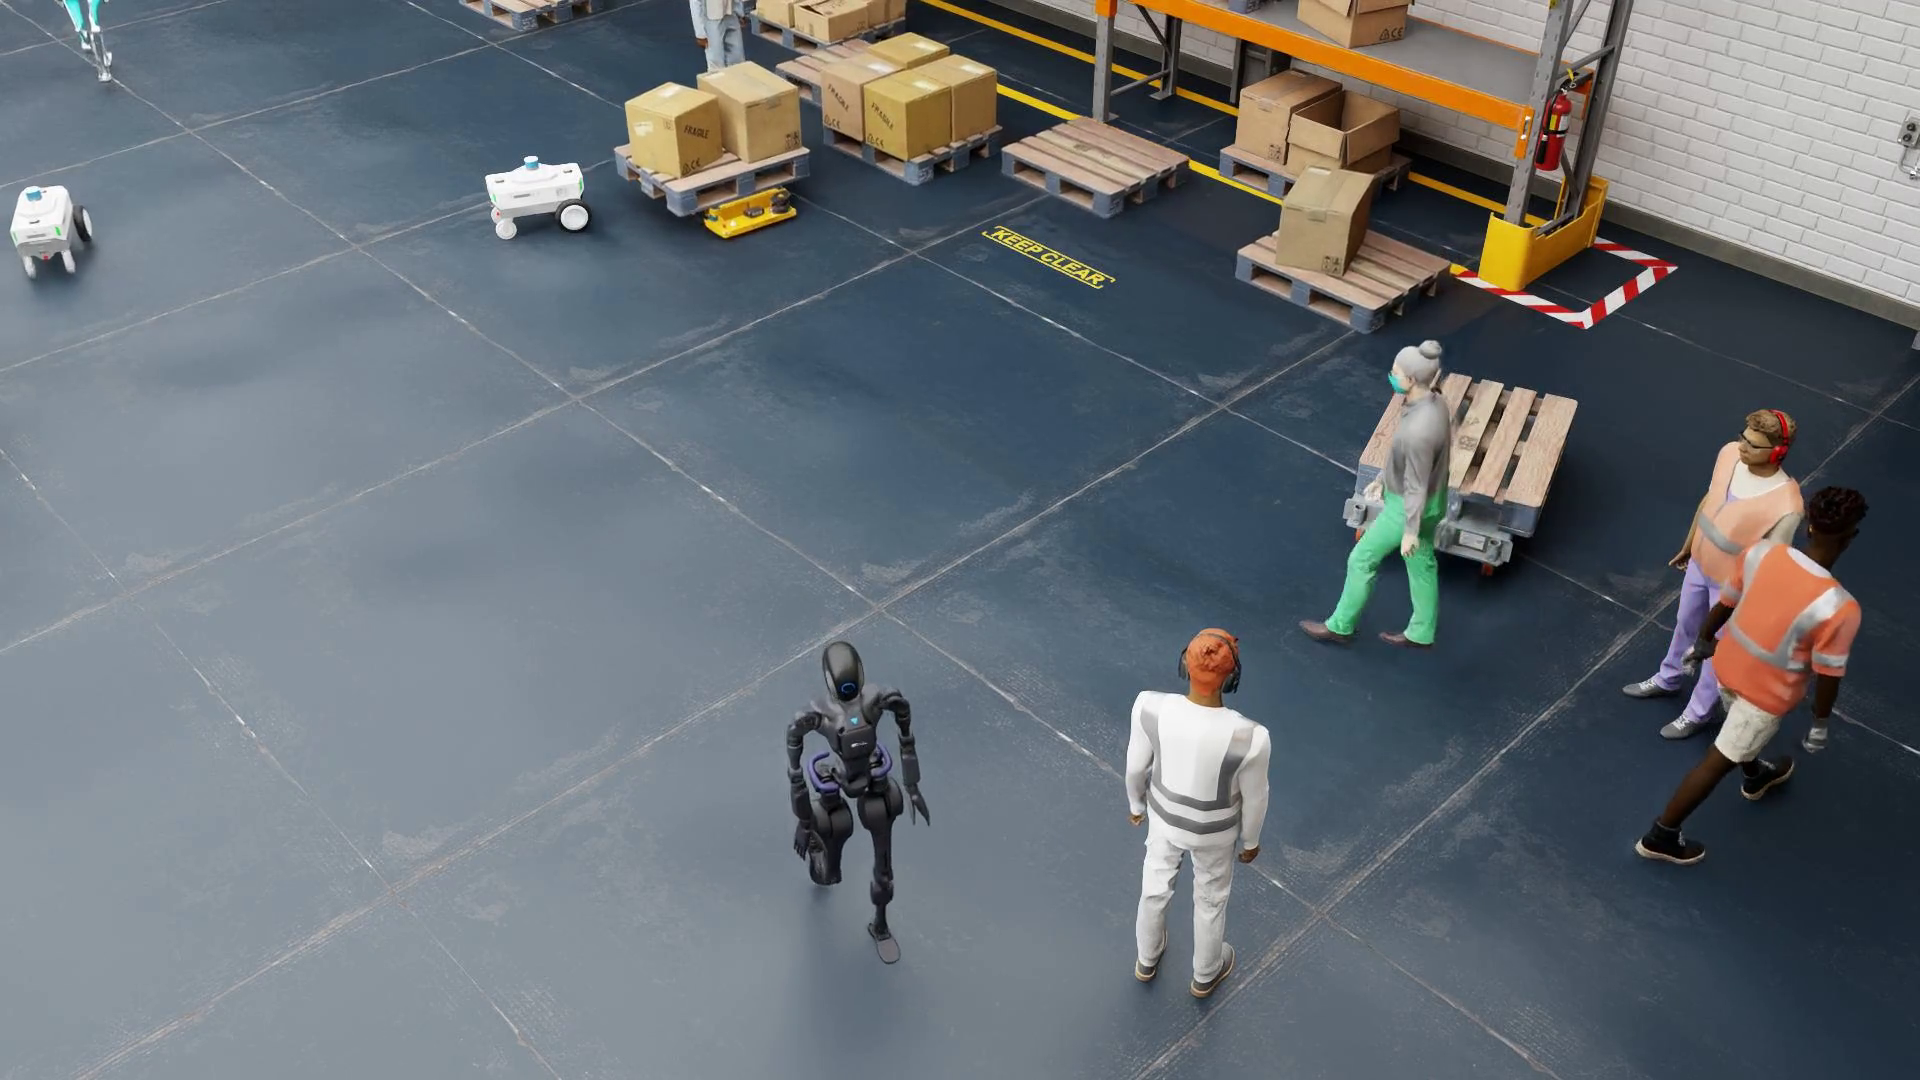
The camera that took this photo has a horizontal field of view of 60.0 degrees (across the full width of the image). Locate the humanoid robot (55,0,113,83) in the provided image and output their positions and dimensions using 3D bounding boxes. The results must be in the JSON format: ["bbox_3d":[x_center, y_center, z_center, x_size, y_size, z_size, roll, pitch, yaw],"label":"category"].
[{"bbox_3d":[-7.859,-4.858,14.784,0.540,1.761,1.028,-11,38,-14],"label":"humanoid robot"}]

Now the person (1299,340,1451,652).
[{"bbox_3d":[2.208,-0.218,8.535,0.818,1.812,0.513,17,40,21],"label":"person"}]

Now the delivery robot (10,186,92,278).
[{"bbox_3d":[-6.822,-2.343,12.406,0.499,0.604,0.807,-11,39,-15],"label":"delivery robot"}]

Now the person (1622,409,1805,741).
[{"bbox_3d":[3.684,0.164,8.008,0.390,1.846,0.565,-9,38,-11],"label":"person"}]

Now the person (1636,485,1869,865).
[{"bbox_3d":[3.605,0.607,7.389,1.030,1.895,0.695,-12,39,-16],"label":"person"}]

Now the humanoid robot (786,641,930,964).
[{"bbox_3d":[-0.450,1.037,7.008,0.591,1.640,0.637,-14,39,-18],"label":"humanoid robot"}]

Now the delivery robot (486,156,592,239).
[{"bbox_3d":[-3.244,-2.657,12.825,0.813,0.609,0.499,-12,39,-16],"label":"delivery robot"}]

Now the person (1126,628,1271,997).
[{"bbox_3d":[0.944,1.122,6.707,0.571,1.887,0.356,15,40,19],"label":"person"}]

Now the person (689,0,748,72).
[{"bbox_3d":[-2.037,-4.384,13.982,0.417,1.903,0.613,20,42,25],"label":"person"}]

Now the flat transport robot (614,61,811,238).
[{"bbox_3d":[-1.964,-2.817,13.262,0.659,0.231,1.431,-25,44,-29],"label":"flat transport robot"}]
